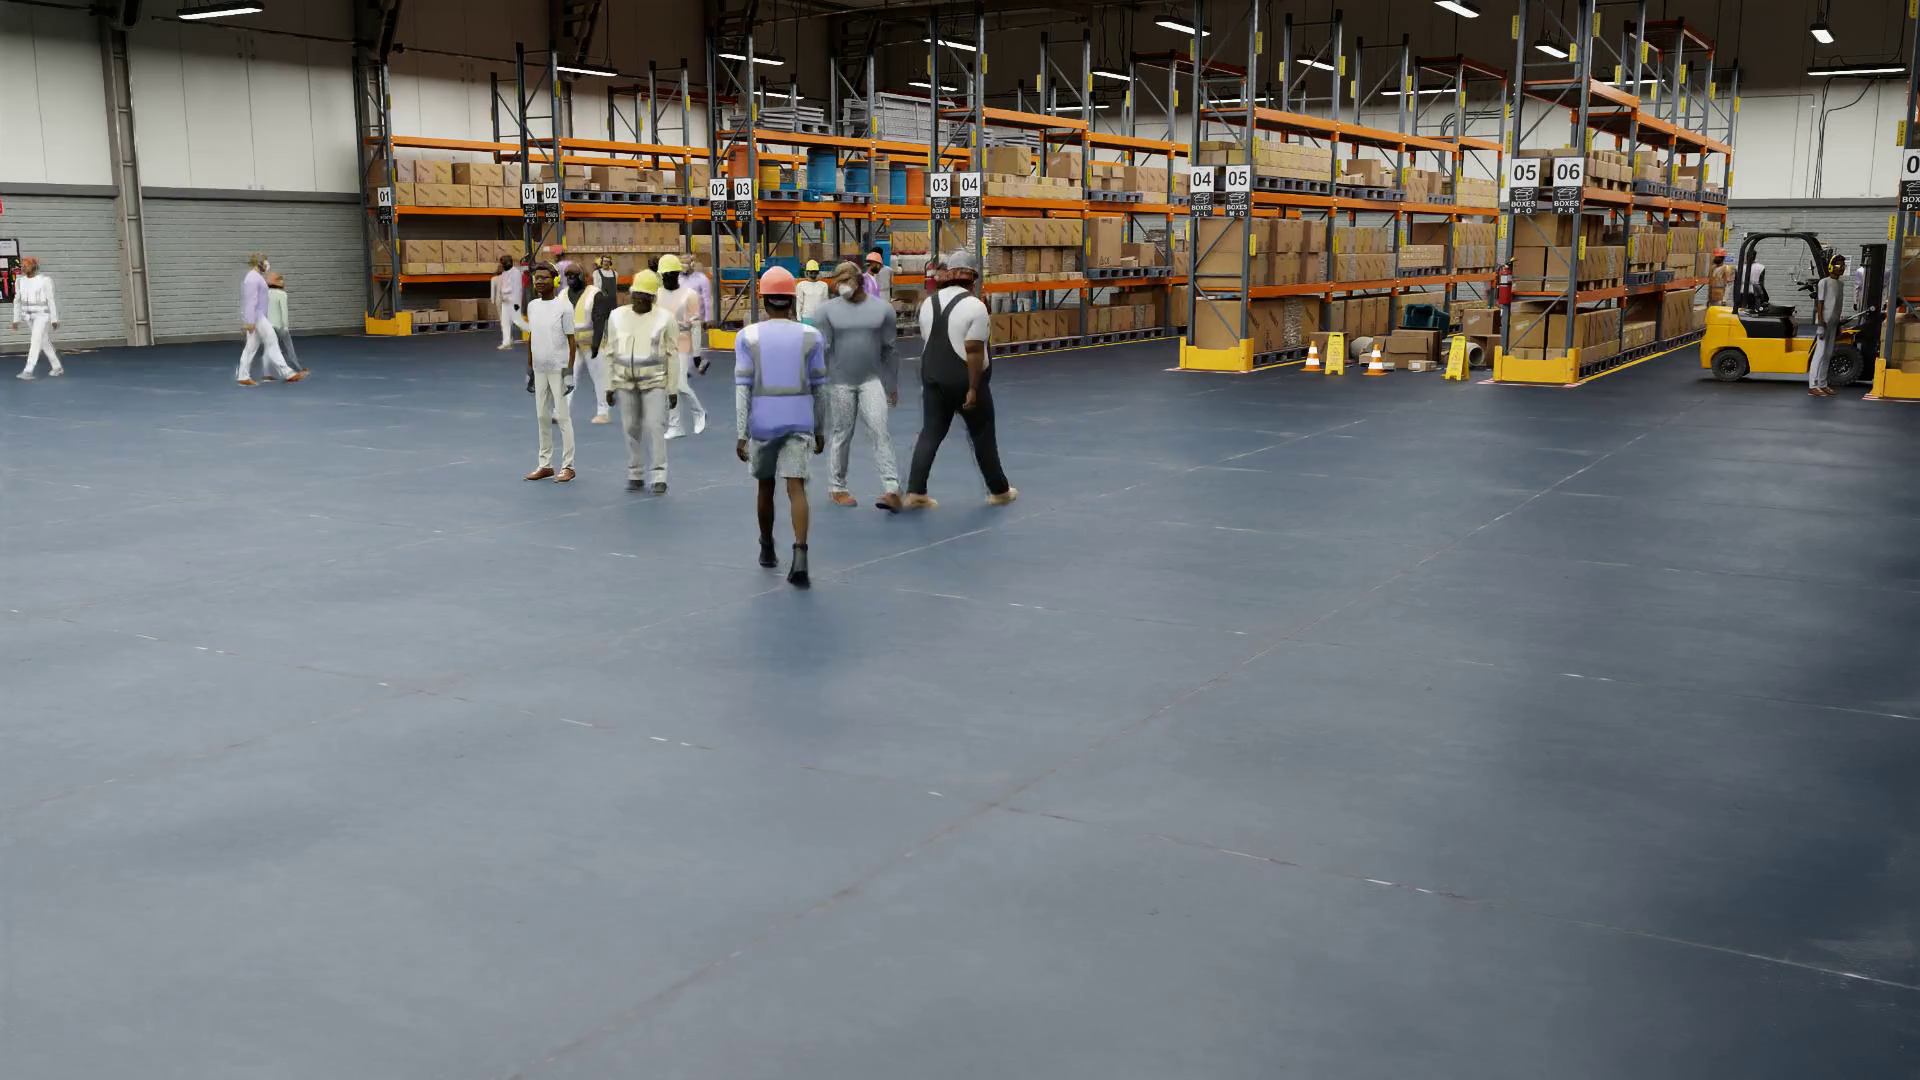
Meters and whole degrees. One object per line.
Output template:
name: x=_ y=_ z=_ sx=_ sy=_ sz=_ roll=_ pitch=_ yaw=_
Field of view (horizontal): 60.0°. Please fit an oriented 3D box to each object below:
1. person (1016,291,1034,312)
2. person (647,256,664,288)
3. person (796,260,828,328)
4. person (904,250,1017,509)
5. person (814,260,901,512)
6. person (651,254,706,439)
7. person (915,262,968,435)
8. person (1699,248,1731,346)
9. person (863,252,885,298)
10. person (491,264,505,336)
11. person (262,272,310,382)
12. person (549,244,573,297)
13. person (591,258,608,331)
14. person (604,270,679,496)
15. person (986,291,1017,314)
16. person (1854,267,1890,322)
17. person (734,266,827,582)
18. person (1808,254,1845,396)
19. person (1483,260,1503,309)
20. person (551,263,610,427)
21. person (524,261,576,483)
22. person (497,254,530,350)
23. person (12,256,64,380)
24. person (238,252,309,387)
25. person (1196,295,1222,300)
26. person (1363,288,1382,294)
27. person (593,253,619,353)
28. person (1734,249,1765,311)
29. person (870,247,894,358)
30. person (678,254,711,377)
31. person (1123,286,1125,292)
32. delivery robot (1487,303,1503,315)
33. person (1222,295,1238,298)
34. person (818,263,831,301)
person: x=1.394 y=-5.175 z=35.812 sx=0.499 sy=1.634 sz=0.279 roll=9 pitch=14 yaw=41
person: x=-5.715 y=-4.395 z=31.018 sx=0.972 sy=1.799 sz=0.625 roll=2 pitch=10 yaw=8
person: x=-2.261 y=-3.421 z=25.624 sx=0.533 sy=1.767 sz=0.324 roll=-5 pitch=11 yaw=-25
person: x=-0.037 y=-1.256 z=12.725 sx=0.682 sy=2.000 sz=0.961 roll=8 pitch=13 yaw=39
person: x=-0.773 y=-1.151 z=12.570 sx=0.655 sy=1.888 sz=0.733 roll=-1 pitch=10 yaw=-6
person: x=-2.947 y=-1.996 z=17.239 sx=0.604 sy=1.914 sz=0.476 roll=6 pitch=12 yaw=31
person: x=-0.103 y=-2.052 z=17.790 sx=0.915 sy=1.842 sz=0.523 roll=-7 pitch=13 yaw=-36
person: x=14.726 y=-4.703 z=32.379 sx=0.391 sy=1.923 sz=0.566 roll=-2 pitch=10 yaw=-12
person: x=-1.390 y=-3.326 z=24.779 sx=0.371 sy=1.883 sz=0.742 roll=4 pitch=11 yaw=23
person: x=-9.744 y=-5.103 z=35.521 sx=0.514 sy=1.595 sz=0.842 roll=-1 pitch=10 yaw=-5
person: x=-10.042 y=-3.154 z=24.588 sx=0.523 sy=1.585 sz=0.825 roll=4 pitch=11 yaw=21
person: x=-7.865 y=-4.903 z=33.265 sx=0.590 sy=1.998 sz=0.673 roll=4 pitch=11 yaw=21
person: x=-7.298 y=-4.874 z=33.908 sx=0.918 sy=1.715 sz=0.546 roll=-8 pitch=13 yaw=-38
person: x=-2.568 y=-1.259 z=13.446 sx=0.609 sy=1.809 sz=0.410 roll=2 pitch=10 yaw=9
person: x=0.826 y=-4.795 z=32.871 sx=0.628 sy=1.931 sz=0.375 roll=0 pitch=10 yaw=0
person: x=17.266 y=-4.550 z=31.537 sx=0.587 sy=1.919 sz=0.403 roll=5 pitch=11 yaw=27
person: x=-1.074 y=-0.705 z=10.076 sx=0.560 sy=1.897 sz=0.987 roll=-2 pitch=10 yaw=-11
person: x=11.592 y=-2.856 z=22.162 sx=0.519 sy=1.874 sz=0.331 roll=-7 pitch=12 yaw=-32
person: x=13.463 y=-6.379 z=41.877 sx=0.748 sy=1.879 sz=0.683 roll=8 pitch=13 yaw=37
person: x=-4.205 y=-2.144 z=18.388 sx=0.635 sy=1.790 sz=0.938 roll=3 pitch=11 yaw=17
person: x=-3.489 y=-1.424 z=14.132 sx=0.514 sy=1.876 sz=0.328 roll=5 pitch=11 yaw=25
person: x=-8.500 y=-4.550 z=31.812 sx=0.767 sy=1.820 sz=0.639 roll=-10 pitch=14 yaw=-43
person: x=-13.925 y=-3.344 z=25.038 sx=0.588 sy=1.831 sz=1.013 roll=2 pitch=10 yaw=12
person: x=-9.761 y=-3.095 z=23.463 sx=1.003 sy=1.884 sz=0.638 roll=-3 pitch=11 yaw=-19
person: x=4.489 y=-4.389 z=30.300 sx=0.606 sy=2.035 sz=0.405 roll=6 pitch=12 yaw=32
person: x=9.898 y=-5.956 z=39.885 sx=0.487 sy=1.744 sz=0.294 roll=8 pitch=13 yaw=37
person: x=-6.450 y=-4.307 z=30.374 sx=0.517 sy=1.840 sz=0.327 roll=-10 pitch=14 yaw=-44
person: x=17.030 y=-5.326 z=35.915 sx=0.601 sy=1.906 sz=0.547 roll=6 pitch=12 yaw=30
person: x=-1.432 y=-4.214 z=29.519 sx=0.376 sy=1.959 sz=0.600 roll=8 pitch=13 yaw=39
person: x=-4.083 y=-3.420 z=25.348 sx=0.654 sy=1.871 sz=0.937 roll=5 pitch=11 yaw=25
person: x=4.367 y=-6.507 z=42.425 sx=0.623 sy=1.947 sz=1.024 roll=6 pitch=12 yaw=31
delivery robot: x=12.879 y=-5.516 z=40.484 sx=0.707 sy=0.478 sz=0.477 roll=-1 pitch=10 yaw=-6
person: x=5.837 y=-5.267 z=36.166 sx=0.559 sy=1.677 sz=0.489 roll=7 pitch=12 yaw=34
person: x=-3.063 y=-5.244 z=36.327 sx=0.523 sy=1.595 sz=0.870 roll=6 pitch=12 yaw=31
